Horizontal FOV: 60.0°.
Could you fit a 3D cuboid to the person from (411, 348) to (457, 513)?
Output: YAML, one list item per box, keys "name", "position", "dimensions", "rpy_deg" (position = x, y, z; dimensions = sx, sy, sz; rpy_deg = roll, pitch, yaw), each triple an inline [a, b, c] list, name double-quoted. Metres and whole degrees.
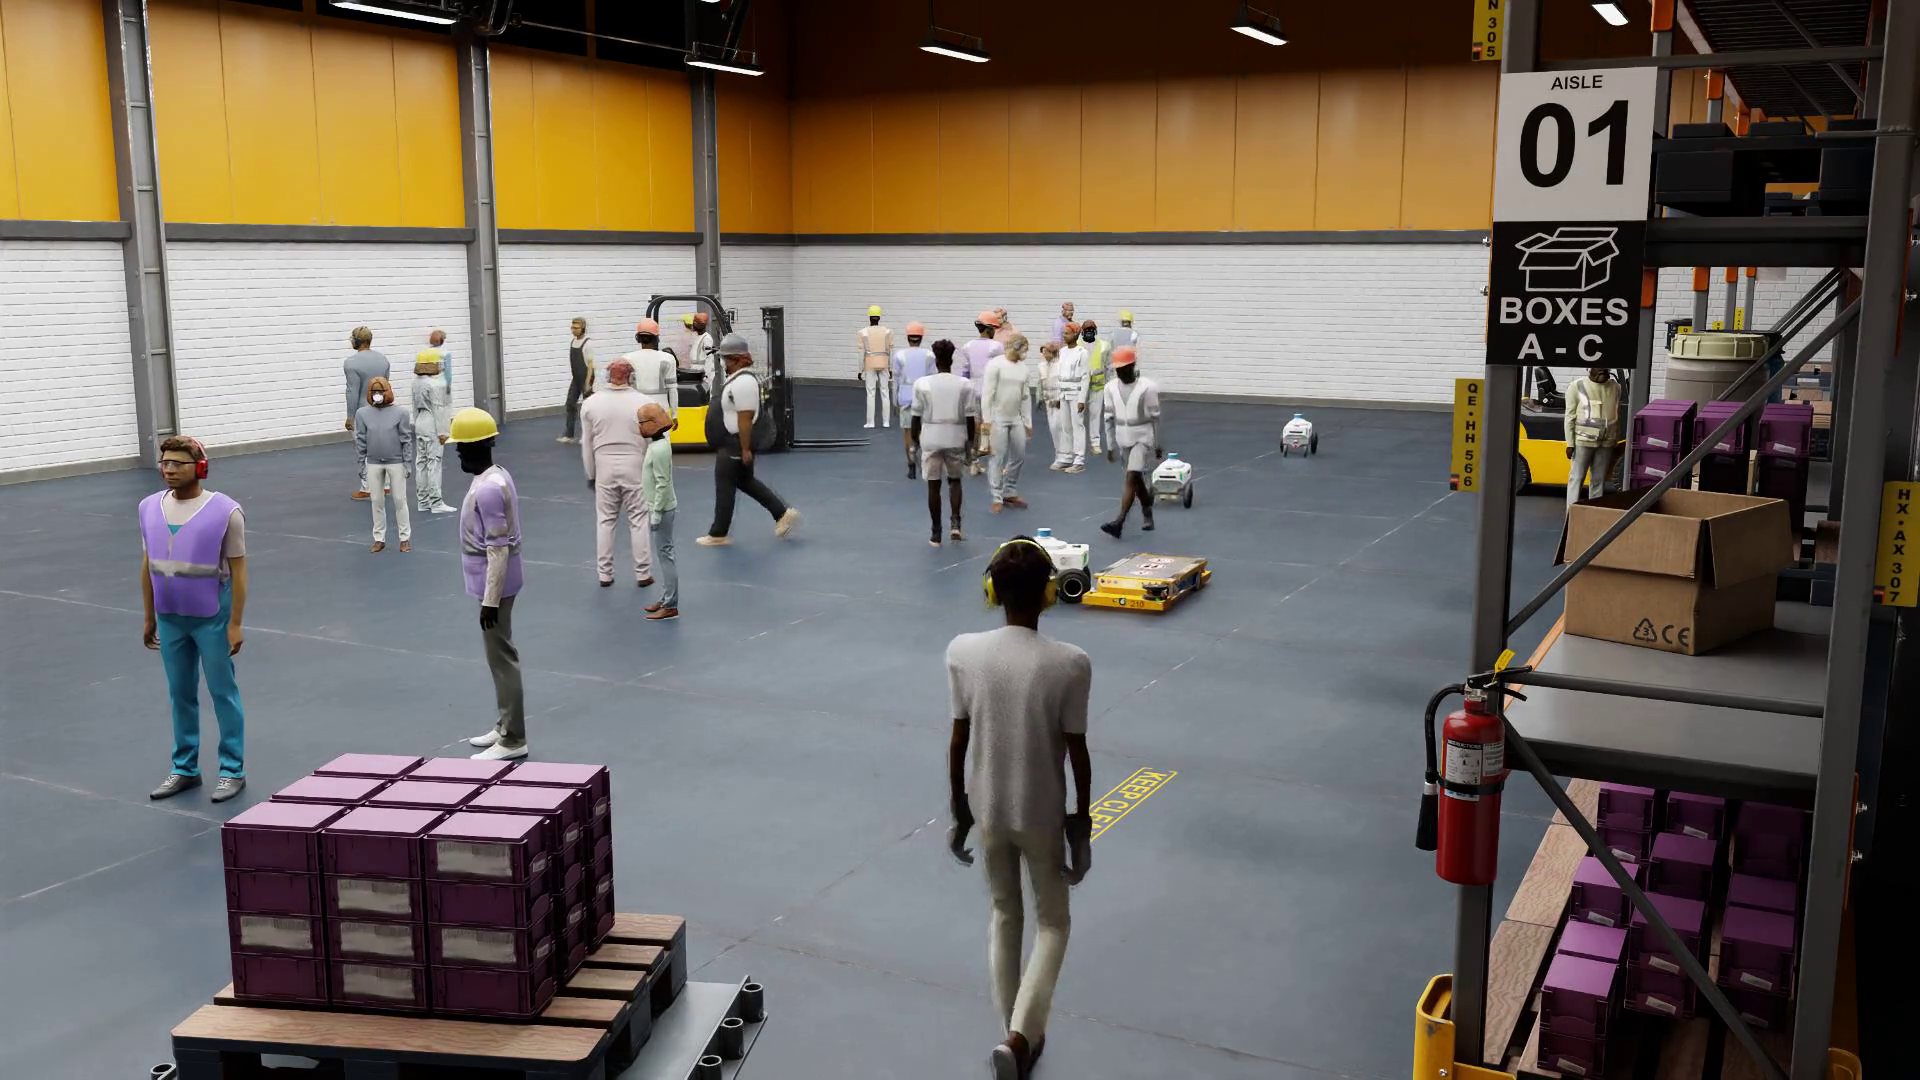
- name: "person"
  position: [-5.609, -1.159, 17.646]
  dimensions: [0.487, 1.744, 0.297]
  rpy_deg: [8, 13, 40]

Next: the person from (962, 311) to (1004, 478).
- name: "person"
  position: [0.322, -1.784, 20.417]
  dimensions: [0.605, 2.036, 0.393]
  rpy_deg: [7, 12, 33]

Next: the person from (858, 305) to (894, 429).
- name: "person"
  position: [-1.322, -2.705, 26.061]
  dimensions: [0.584, 1.928, 0.373]
  rpy_deg: [-3, 10, -17]

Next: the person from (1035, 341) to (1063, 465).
- name: "person"
  position: [1.202, -1.742, 21.359]
  dimensions: [0.518, 1.610, 0.533]
  rpy_deg: [-9, 13, -41]

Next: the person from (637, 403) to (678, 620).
- name: "person"
  position: [-2.267, -0.216, 12.504]
  dimensions: [0.279, 1.633, 0.499]
  rpy_deg: [-2, 10, -9]

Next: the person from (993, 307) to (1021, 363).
- name: "person"
  position: [0.633, -2.680, 26.001]
  dimensions: [0.650, 1.898, 0.401]
  rpy_deg: [5, 11, 25]

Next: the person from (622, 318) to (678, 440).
- name: "person"
  position: [-3.371, -1.384, 18.079]
  dimensions: [0.615, 2.042, 0.374]
  rpy_deg: [-1, 10, -8]

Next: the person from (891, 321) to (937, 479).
- name: "person"
  position: [-0.566, -1.713, 20.380]
  dimensions: [0.545, 1.914, 0.632]
  rpy_deg: [-2, 10, -9]

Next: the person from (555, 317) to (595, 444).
- name: "person"
  position: [-5.487, -2.251, 23.703]
  dimensions: [0.547, 1.828, 0.682]
  rpy_deg: [8, 13, 40]

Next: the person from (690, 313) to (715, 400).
- name: "person"
  position: [-3.738, -2.347, 24.115]
  dimensions: [0.355, 1.884, 0.575]
  rpy_deg: [-4, 11, -23]

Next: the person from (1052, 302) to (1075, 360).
- name: "person"
  position: [1.843, -3.145, 28.680]
  dimensions: [0.399, 1.905, 0.642]
  rpy_deg: [6, 11, 31]

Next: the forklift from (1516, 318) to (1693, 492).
- name: "forklift"
  position: [7.066, -1.601, 18.899]
  dimensions: [2.313, 2.155, 1.214]
  rpy_deg: [5, 11, 27]

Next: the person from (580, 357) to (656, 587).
- name: "person"
  position: [-2.781, -0.554, 13.698]
  dimensions: [0.647, 1.901, 0.405]
  rpy_deg: [0, 10, -1]

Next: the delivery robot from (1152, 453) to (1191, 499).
- name: "delivery robot"
  position: [2.318, -0.704, 18.175]
  dimensions: [0.477, 0.478, 0.707]
  rpy_deg: [3, 10, 15]

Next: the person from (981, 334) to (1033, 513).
- name: "person"
  position: [0.474, -1.239, 17.715]
  dimensions: [0.706, 1.898, 0.381]
  rpy_deg: [-9, 13, -42]

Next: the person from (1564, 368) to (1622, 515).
- name: "person"
  position: [6.199, -0.967, 16.276]
  dimensions: [0.587, 1.833, 0.404]
  rpy_deg: [-2, 10, -11]

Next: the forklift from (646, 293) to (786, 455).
- name: "forklift"
  position: [-3.588, -2.317, 23.042]
  dimensions: [2.313, 2.155, 1.214]
  rpy_deg: [-1, 10, -5]

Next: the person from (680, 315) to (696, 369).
- name: "person"
  position: [-4.375, -2.848, 27.456]
  dimensions: [0.869, 1.724, 0.541]
  rpy_deg: [-1, 10, -6]

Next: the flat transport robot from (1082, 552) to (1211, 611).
- name: "flat transport robot"
  position: [1.521, 0.317, 13.355]
  dimensions: [0.652, 0.197, 1.431]
  rpy_deg: [4, 11, 23]

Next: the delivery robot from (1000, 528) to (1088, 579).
- name: "delivery robot"
  position: [0.665, 0.151, 13.228]
  dimensions: [0.707, 0.478, 0.477]
  rpy_deg: [1, 10, 4]

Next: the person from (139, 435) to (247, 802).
- name: "person"
  position: [-3.842, 0.389, 8.374]
  dimensions: [0.566, 1.850, 0.389]
  rpy_deg: [2, 10, 10]

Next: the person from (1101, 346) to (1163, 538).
- name: "person"
  position: [1.676, -0.960, 16.188]
  dimensions: [0.544, 1.857, 1.031]
  rpy_deg: [7, 12, 34]

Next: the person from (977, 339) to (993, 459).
- name: "person"
  position: [0.378, -1.899, 22.243]
  dimensions: [0.276, 1.633, 0.507]
  rpy_deg: [-9, 13, -43]

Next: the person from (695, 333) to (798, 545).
- name: "person"
  position: [-2.026, -0.965, 15.663]
  dimensions: [0.896, 2.000, 0.687]
  rpy_deg: [-1, 10, -3]

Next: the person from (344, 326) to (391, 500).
- name: "person"
  position: [-6.609, -1.410, 18.536]
  dimensions: [0.372, 1.940, 0.632]
  rpy_deg: [4, 11, 22]

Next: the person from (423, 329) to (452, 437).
- name: "person"
  position: [-7.765, -2.303, 24.620]
  dimensions: [0.522, 1.618, 0.631]
  rpy_deg: [3, 10, 17]

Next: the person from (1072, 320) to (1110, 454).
- name: "person"
  position: [1.751, -2.085, 22.724]
  dimensions: [0.633, 1.841, 0.429]
  rpy_deg: [-1, 10, -7]

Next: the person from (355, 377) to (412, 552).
- name: "person"
  position: [-5.276, -0.688, 15.263]
  dimensions: [0.501, 1.626, 0.282]
  rpy_deg: [-1, 10, -4]

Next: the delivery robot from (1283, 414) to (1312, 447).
- name: "delivery robot"
  position: [4.601, -1.476, 22.645]
  dimensions: [0.477, 0.478, 0.707]
  rpy_deg: [3, 10, 15]

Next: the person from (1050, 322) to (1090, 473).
- name: "person"
  position: [1.390, -1.781, 20.840]
  dimensions: [0.355, 1.884, 0.575]
  rpy_deg: [-6, 12, -32]

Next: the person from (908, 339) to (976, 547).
- name: "person"
  position: [-0.167, -0.909, 15.615]
  dimensions: [0.623, 1.949, 0.453]
  rpy_deg: [-2, 10, -10]

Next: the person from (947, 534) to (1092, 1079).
- name: "person"
  position: [0.175, 0.909, 5.376]
  dimensions: [0.515, 1.853, 0.632]
  rpy_deg: [3, 10, 19]

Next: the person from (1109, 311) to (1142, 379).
- name: "person"
  position: [2.754, -2.911, 27.718]
  dimensions: [0.602, 1.774, 0.942]
  rpy_deg: [4, 10, 20]

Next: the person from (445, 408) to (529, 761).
- name: "person"
  position: [-2.553, 0.244, 8.998]
  dimensions: [0.378, 1.922, 0.593]
  rpy_deg: [-3, 10, -15]
